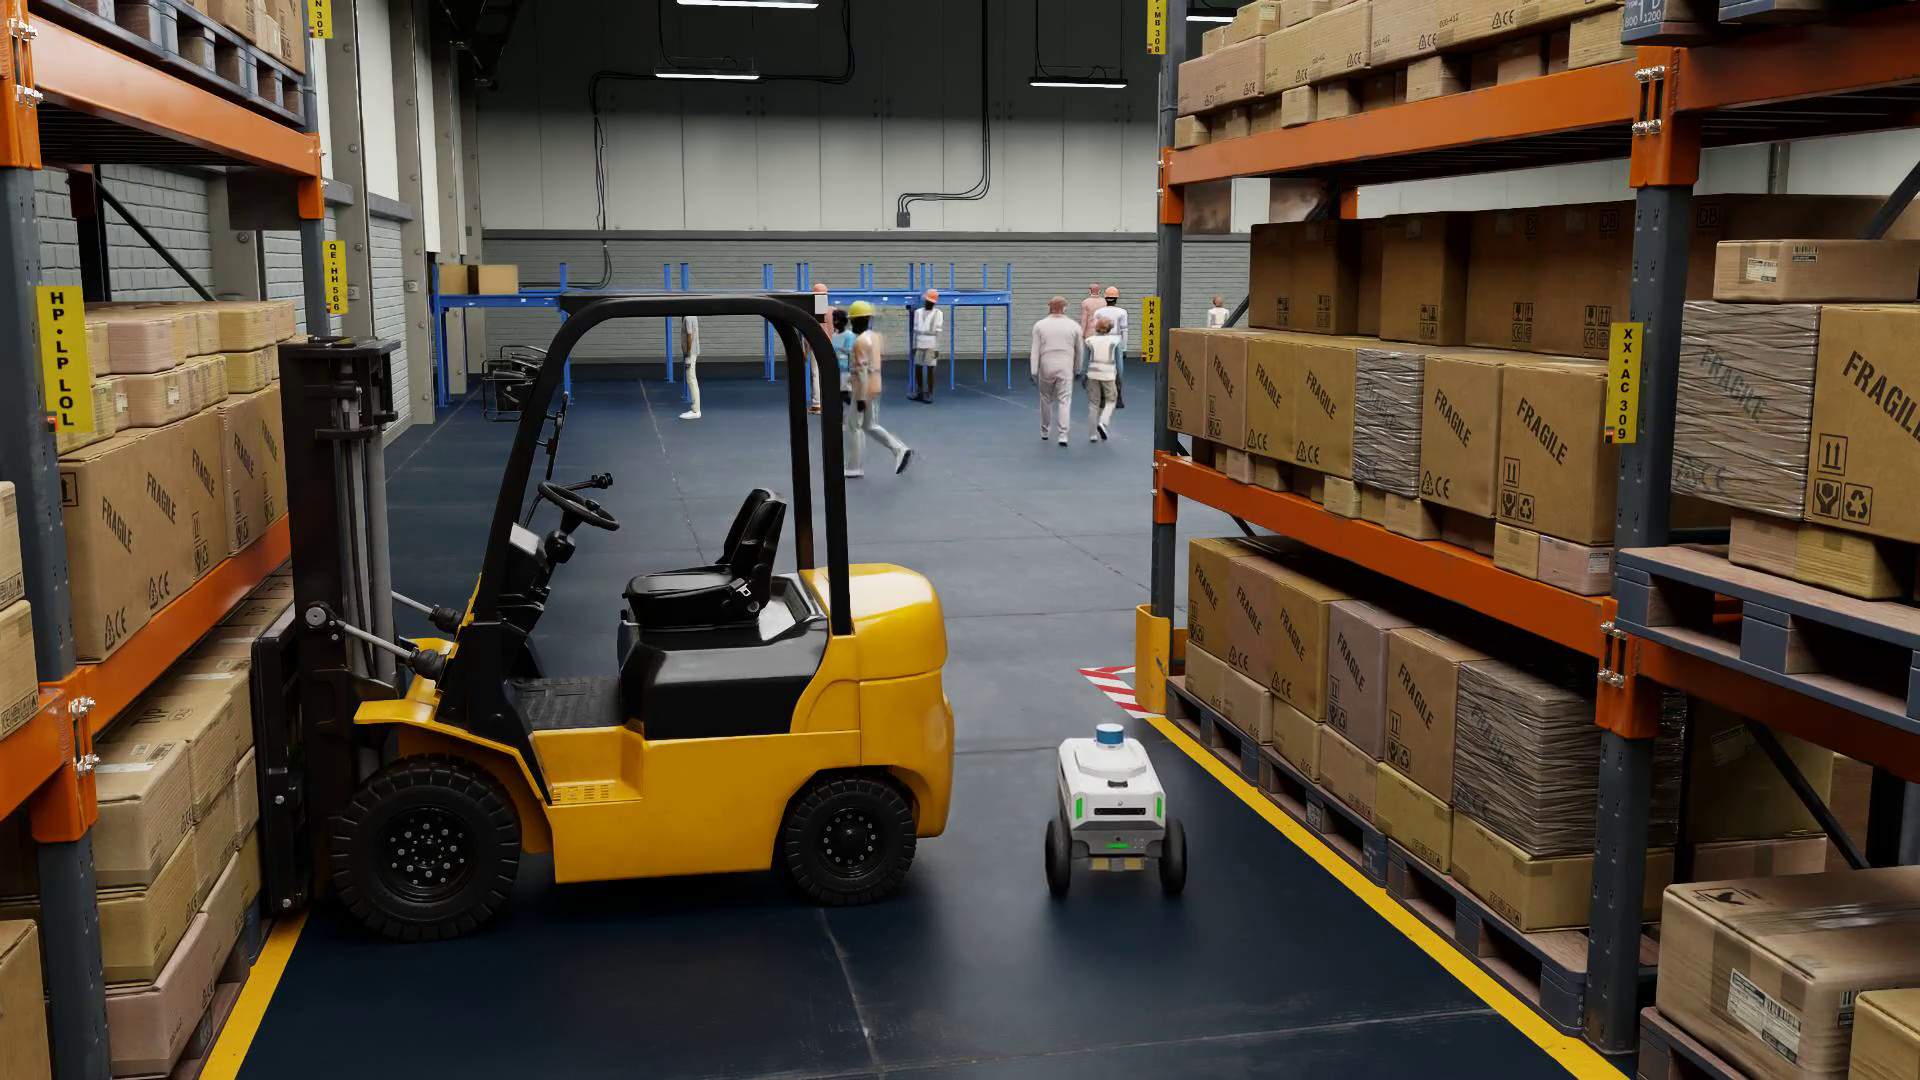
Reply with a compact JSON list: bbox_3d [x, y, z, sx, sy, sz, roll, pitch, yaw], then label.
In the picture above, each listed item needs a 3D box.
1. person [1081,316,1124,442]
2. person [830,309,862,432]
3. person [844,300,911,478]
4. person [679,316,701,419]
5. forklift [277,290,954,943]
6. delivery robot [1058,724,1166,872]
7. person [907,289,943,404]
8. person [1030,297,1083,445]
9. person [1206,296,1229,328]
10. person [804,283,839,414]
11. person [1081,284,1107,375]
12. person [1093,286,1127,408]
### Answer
[{"bbox_3d":[1.816,-2.064,21.384,0.584,1.617,0.404,4,10,21],"label":"person"},{"bbox_3d":[-1.566,-2.274,22.468,0.480,1.684,0.551,-7,12,-37],"label":"person"},{"bbox_3d":[-0.957,-1.609,17.797,0.773,1.901,0.592,2,10,14],"label":"person"},{"bbox_3d":[-4.062,-2.757,24.910,0.318,1.865,0.519,-1,9,-5],"label":"person"},{"bbox_3d":[-1.179,0.175,6.143,2.313,2.155,1.214,-2,10,-12],"label":"forklift"},{"bbox_3d":[0.559,0.932,6.229,0.477,0.478,0.707,0,9,-1],"label":"delivery robot"},{"bbox_3d":[-0.565,-3.215,27.608,0.642,1.898,0.380,7,11,35],"label":"person"},{"bbox_3d":[1.234,-2.172,21.346,0.669,1.855,0.998,0,9,0],"label":"person"},{"bbox_3d":[5.453,-4.334,35.202,0.545,1.637,0.325,-3,10,-19],"label":"person"},{"bbox_3d":[-2.138,-2.955,25.695,0.610,1.996,0.378,-5,11,-30],"label":"person"},{"bbox_3d":[2.721,-4.258,33.912,0.649,1.907,0.409,-5,10,-26],"label":"person"},{"bbox_3d":[2.418,-3.100,26.752,0.547,1.938,0.378,2,9,11],"label":"person"}]
